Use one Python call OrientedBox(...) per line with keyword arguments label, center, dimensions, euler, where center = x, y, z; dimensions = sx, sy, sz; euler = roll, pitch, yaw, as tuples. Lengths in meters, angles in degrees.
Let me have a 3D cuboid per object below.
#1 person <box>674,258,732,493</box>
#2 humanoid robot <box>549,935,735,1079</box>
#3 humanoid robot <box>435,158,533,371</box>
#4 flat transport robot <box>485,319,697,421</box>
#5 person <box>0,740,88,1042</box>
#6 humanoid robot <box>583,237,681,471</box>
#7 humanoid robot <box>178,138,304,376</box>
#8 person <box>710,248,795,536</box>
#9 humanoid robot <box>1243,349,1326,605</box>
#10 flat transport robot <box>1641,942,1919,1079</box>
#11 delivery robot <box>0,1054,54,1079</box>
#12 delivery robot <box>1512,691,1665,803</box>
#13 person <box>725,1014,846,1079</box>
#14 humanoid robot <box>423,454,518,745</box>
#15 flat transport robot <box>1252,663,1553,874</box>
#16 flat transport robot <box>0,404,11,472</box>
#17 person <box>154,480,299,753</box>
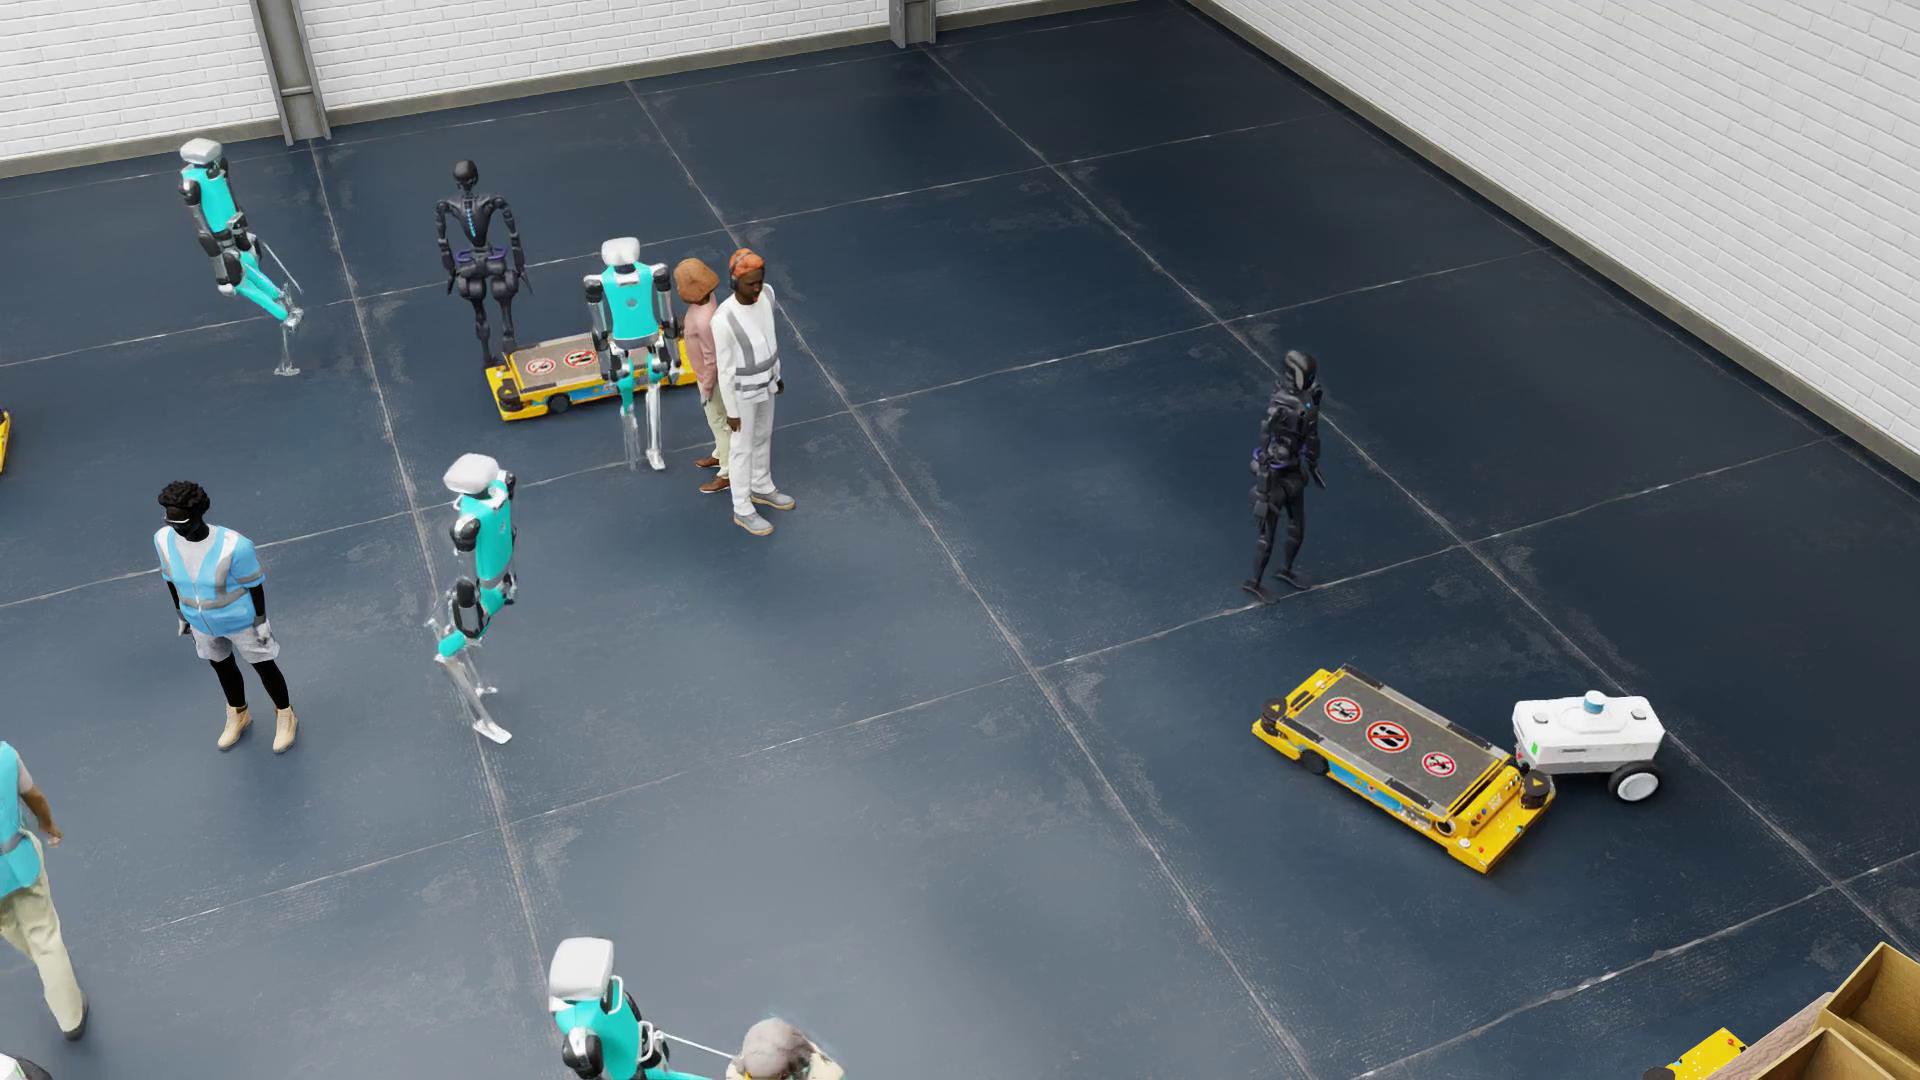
OrientedBox(label="person", center=(-1.601, -1.051, 10.519), dimensions=(0.280, 1.633, 0.498), euler=(-6, 38, -8))
OrientedBox(label="humanoid robot", center=(-1.046, 2.096, 6.338), dimensions=(1.029, 1.714, 0.554), euler=(-4, 38, -6))
OrientedBox(label="humanoid robot", center=(-3.293, -1.868, 11.550), dimensions=(0.589, 1.645, 0.475), euler=(-5, 38, -6))
OrientedBox(label="flat transport robot", center=(-2.613, -1.224, 11.867), dimensions=(1.431, 0.231, 0.659), euler=(-14, 40, -18))
OrientedBox(label="person", center=(-4.196, 1.393, 7.190), dimensions=(0.587, 1.800, 0.739), euler=(-29, 46, -32))
OrientedBox(label="humanoid robot", center=(-2.072, -1.162, 10.657), dimensions=(0.536, 1.871, 0.721), euler=(-11, 39, -14))
OrientedBox(label="humanoid robot", center=(-4.870, -1.899, 11.587), dimensions=(0.677, 1.847, 0.550), euler=(2, 38, 3))
OrientedBox(label="person", center=(-1.262, -0.914, 10.140), dimensions=(0.353, 1.881, 0.574), euler=(17, 41, 21))
OrientedBox(label="humanoid robot", center=(1.878, -0.350, 9.563), dimensions=(0.365, 1.652, 0.585), euler=(30, 47, 33))
OrientedBox(label="flat transport robot", center=(3.523, 2.652, 6.822), dimensions=(0.659, 0.231, 1.431), euler=(-21, 42, -25))
OrientedBox(label="delivery robot", center=(-4.280, 2.328, 7.024), dimensions=(0.796, 0.613, 0.499), euler=(13, 39, 17))
OrientedBox(label="delivery robot", center=(3.291, 1.054, 8.682), dimensions=(0.786, 0.614, 0.525), euler=(-2, 38, -2))
OrientedBox(label="person", center=(-0.567, 2.233, 6.188), dimensions=(0.514, 1.686, 0.607), euler=(4, 38, 5))
OrientedBox(label="humanoid robot", center=(-2.633, 0.302, 8.685), dimensions=(0.796, 1.790, 0.530), euler=(8, 38, 10))
OrientedBox(label="flat transport robot", center=(2.319, 1.152, 8.774), dimensions=(1.431, 0.231, 0.659), euler=(31, 47, 34))
OrientedBox(label="flat transport robot", center=(-7.111, -0.553, 10.993), dimensions=(1.431, 0.231, 0.659), euler=(-12, 39, -15))
OrientedBox(label="person", center=(-3.796, 0.402, 8.578), dimensions=(0.531, 1.696, 0.319), euler=(4, 38, 5))
